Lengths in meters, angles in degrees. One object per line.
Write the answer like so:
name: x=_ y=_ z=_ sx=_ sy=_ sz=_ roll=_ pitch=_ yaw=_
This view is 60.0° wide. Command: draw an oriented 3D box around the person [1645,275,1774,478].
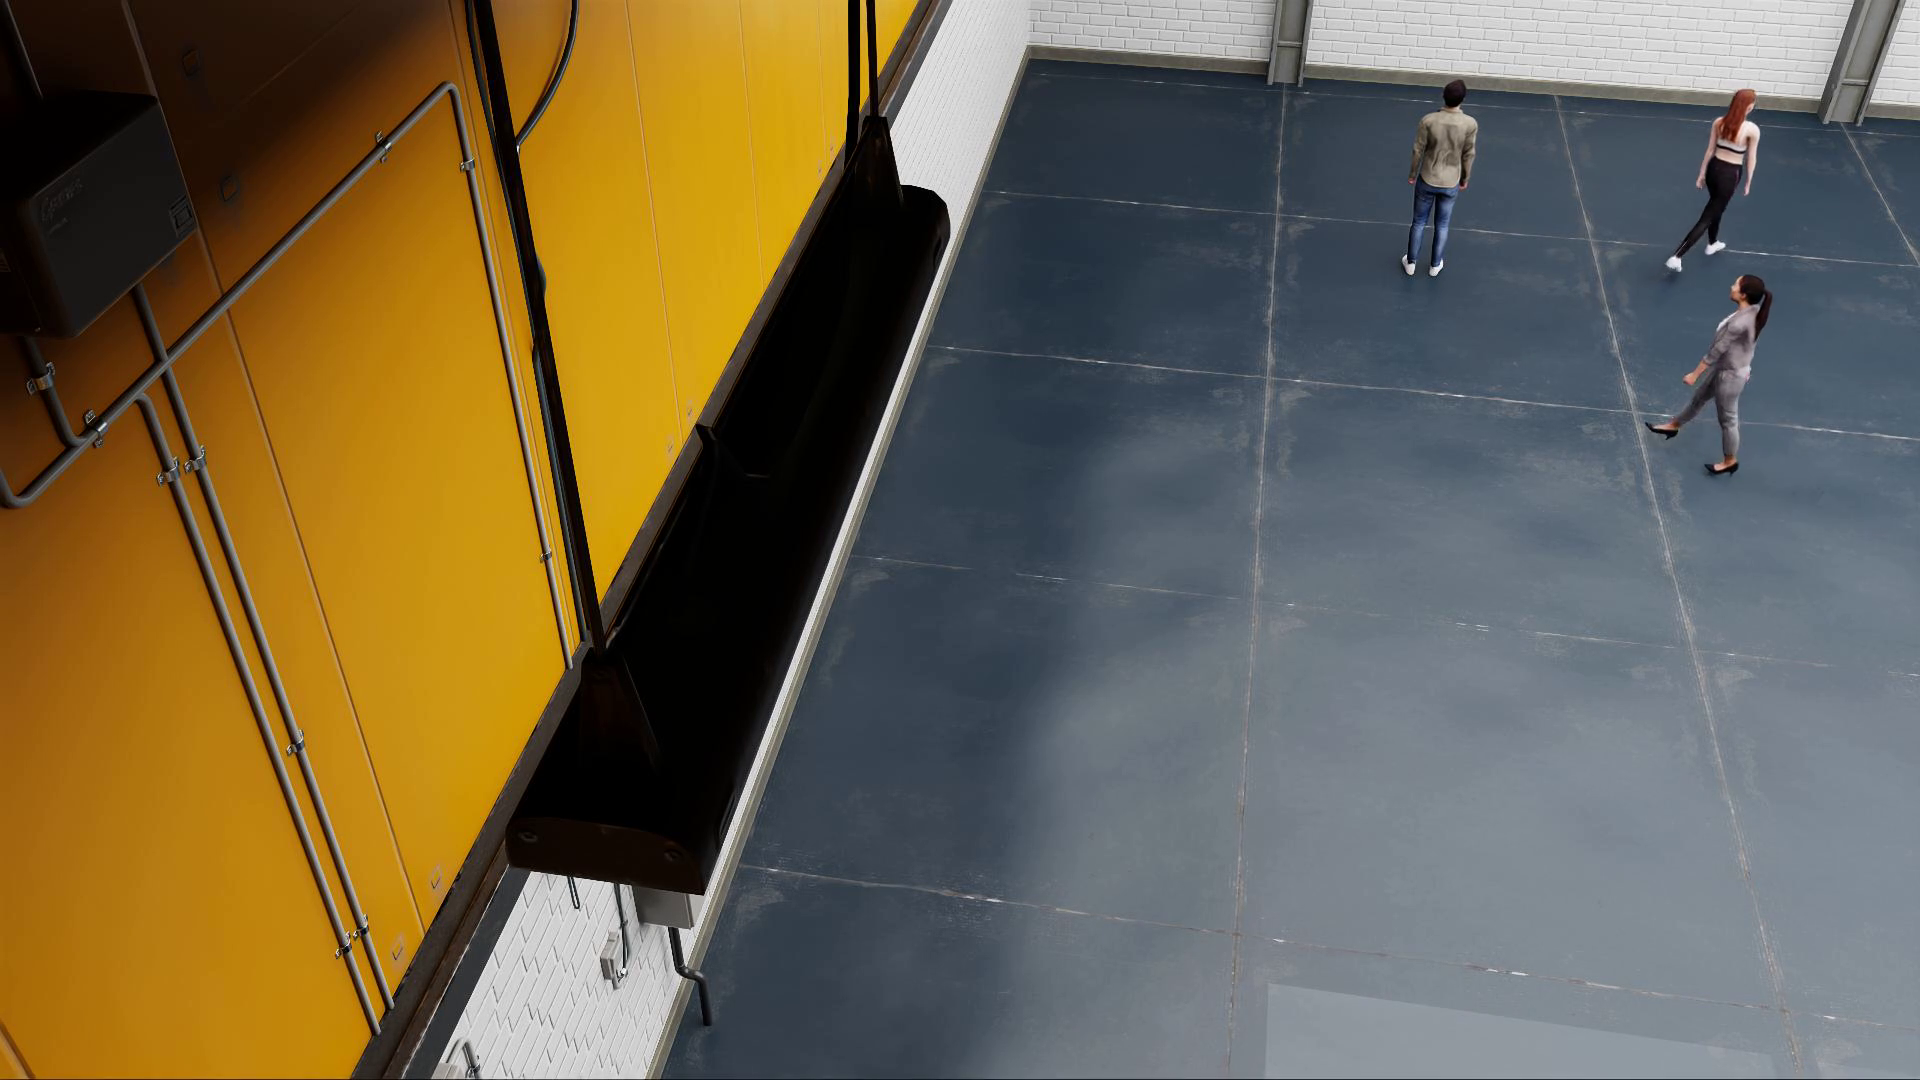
person: x=5.910 y=-1.190 z=12.615 sx=1.121 sy=1.637 sz=0.926 roll=25 pitch=45 yaw=28

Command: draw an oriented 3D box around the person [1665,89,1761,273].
person: x=6.859 y=-3.206 z=15.090 sx=1.190 sy=1.697 sz=1.168 roll=-26 pitch=45 yaw=-29

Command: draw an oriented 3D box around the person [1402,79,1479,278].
person: x=4.318 y=-3.250 z=15.011 sx=0.506 sy=1.865 sz=0.758 roll=7 pitch=39 yaw=9
